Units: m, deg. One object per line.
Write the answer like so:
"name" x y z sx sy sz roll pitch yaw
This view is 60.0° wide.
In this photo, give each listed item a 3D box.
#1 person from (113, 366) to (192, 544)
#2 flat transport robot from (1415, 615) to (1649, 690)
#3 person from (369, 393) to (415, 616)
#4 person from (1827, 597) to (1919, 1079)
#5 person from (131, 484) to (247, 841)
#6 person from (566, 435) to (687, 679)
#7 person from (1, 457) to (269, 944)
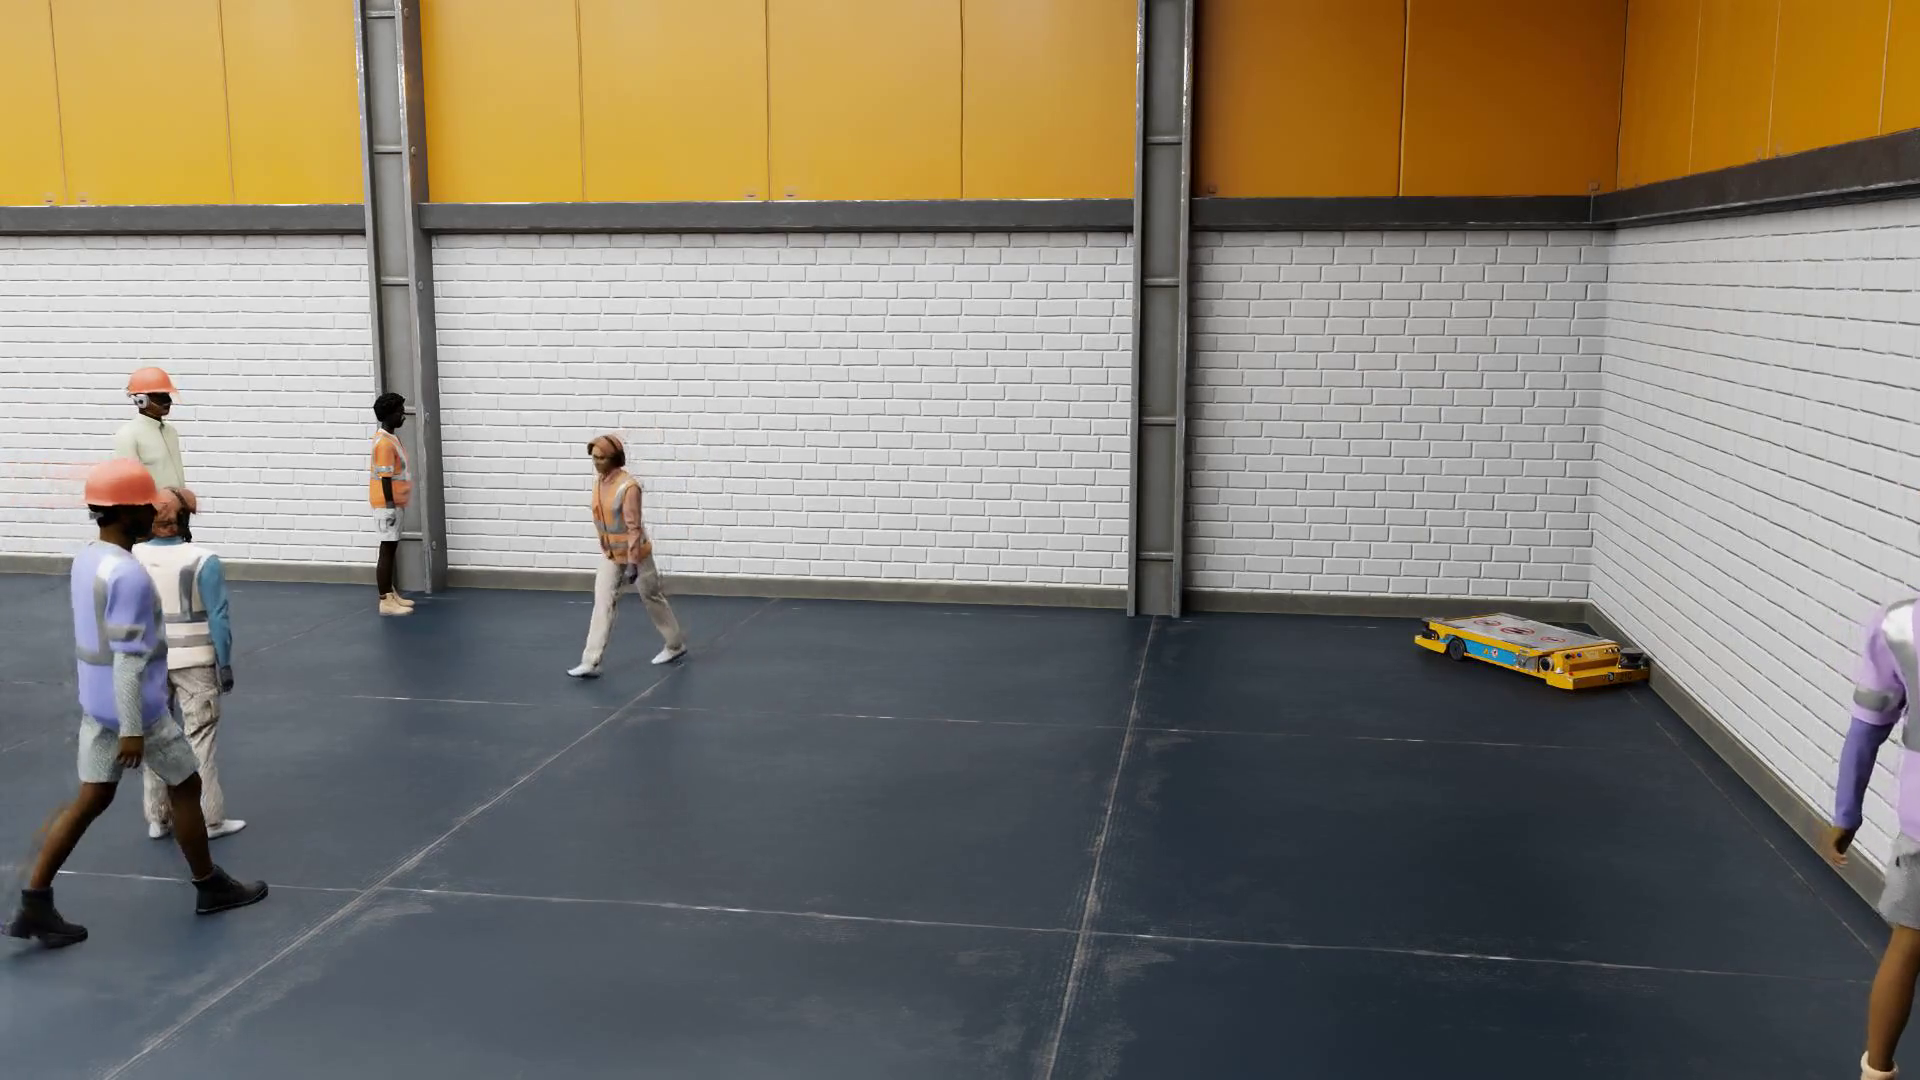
"person" -5.173 -0.121 10.733 0.375 1.997 0.609 0 9 2
"flat transport robot" 3.731 0.706 10.939 0.652 0.197 1.431 -4 10 -25
"person" -4.311 -0.272 12.606 0.318 1.691 0.532 -3 10 -17
"person" 2.945 0.842 4.778 0.617 2.009 0.851 -8 12 -41
"person" -3.566 0.567 7.588 0.516 1.640 0.310 1 9 7
"person" -2.138 0.092 10.730 0.520 1.566 0.934 8 12 39
"person" -3.294 0.622 6.471 0.557 1.899 0.971 9 13 43
